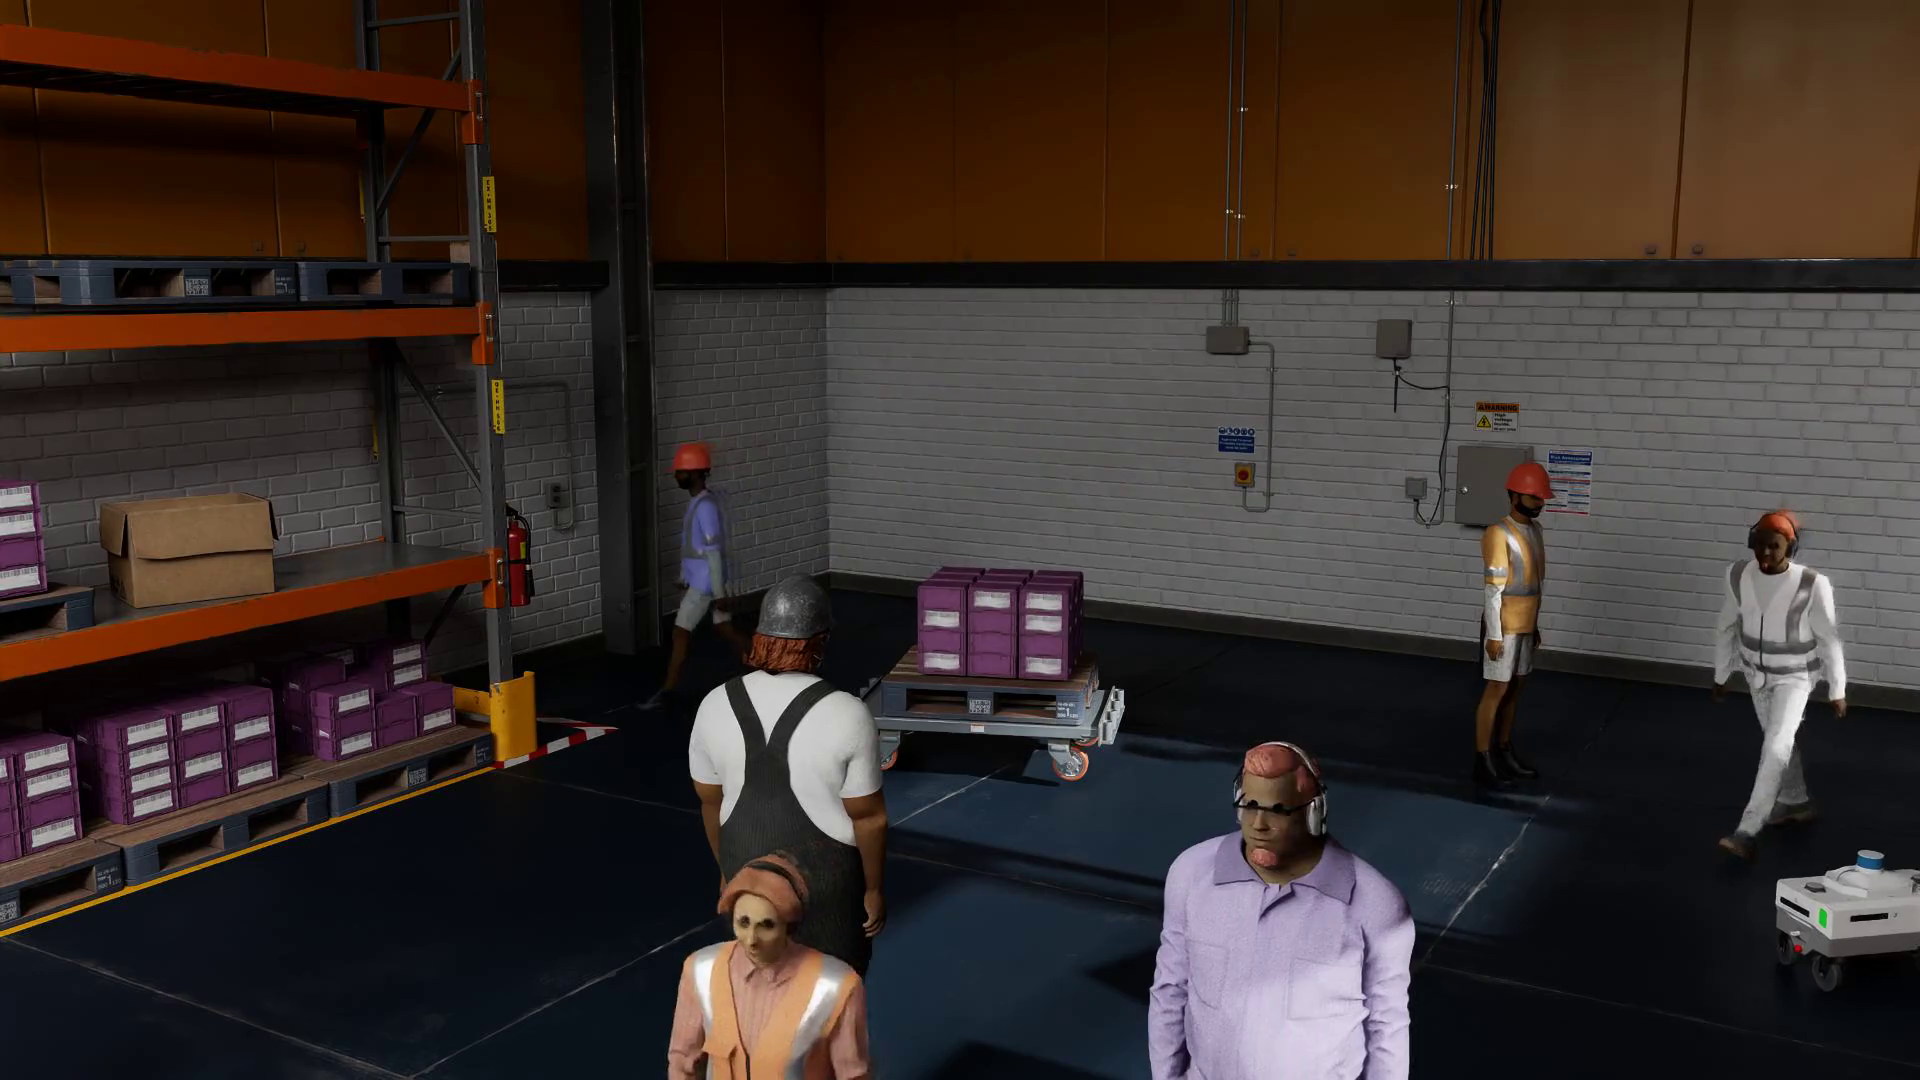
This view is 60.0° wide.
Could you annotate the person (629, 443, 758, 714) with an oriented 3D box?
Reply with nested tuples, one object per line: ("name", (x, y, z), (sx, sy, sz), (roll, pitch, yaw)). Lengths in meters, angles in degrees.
("person", (-1.750, 0.267, 11.461), (1.012, 1.892, 0.545), (-1, 9, -6))

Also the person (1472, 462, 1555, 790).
("person", (3.298, 0.499, 9.839), (0.551, 1.932, 0.376), (-9, 13, -44))

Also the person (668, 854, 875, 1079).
("person", (-0.486, 1.565, 4.134), (0.549, 1.618, 0.489), (4, 10, 23))

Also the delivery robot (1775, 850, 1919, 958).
("delivery robot", (3.881, 1.574, 7.126), (0.707, 0.478, 0.477), (-2, 9, -11))

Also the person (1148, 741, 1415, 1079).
("person", (0.765, 1.425, 4.128), (0.651, 1.912, 0.409), (4, 10, 25))

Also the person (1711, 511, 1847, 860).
("person", (4.292, 0.735, 8.787), (1.067, 1.814, 0.643), (-5, 11, -30))

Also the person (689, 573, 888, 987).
("person", (-0.535, 1.111, 5.686), (0.684, 2.000, 0.538), (3, 10, 20))
